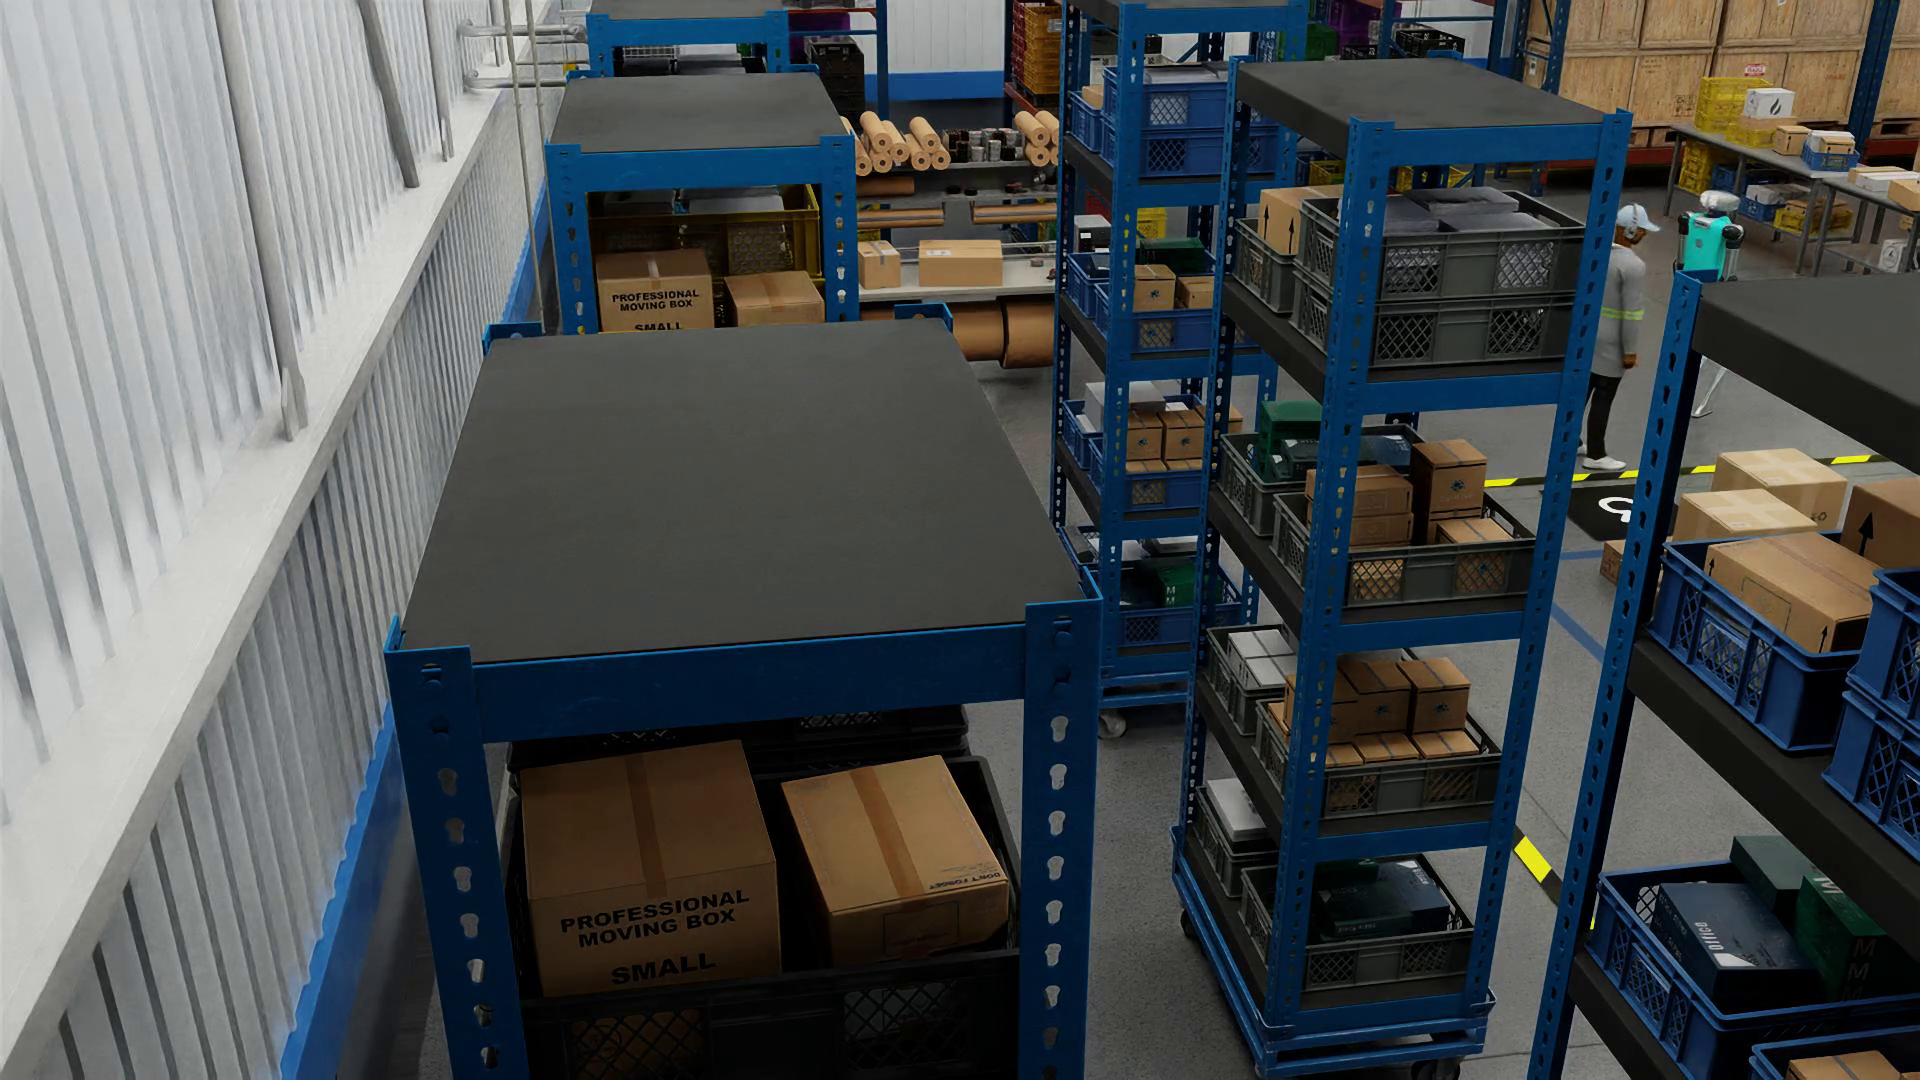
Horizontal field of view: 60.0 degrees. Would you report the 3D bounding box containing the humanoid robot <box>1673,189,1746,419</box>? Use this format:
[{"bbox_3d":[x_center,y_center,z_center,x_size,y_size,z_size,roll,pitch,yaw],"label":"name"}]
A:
[{"bbox_3d":[5.554,-1.736,12.158,0.735,1.674,0.533,-11,27,-23],"label":"humanoid robot"}]

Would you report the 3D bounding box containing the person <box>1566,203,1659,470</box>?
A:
[{"bbox_3d":[4.478,-1.395,11.443,0.396,1.848,0.587,-6,25,-14],"label":"person"}]
